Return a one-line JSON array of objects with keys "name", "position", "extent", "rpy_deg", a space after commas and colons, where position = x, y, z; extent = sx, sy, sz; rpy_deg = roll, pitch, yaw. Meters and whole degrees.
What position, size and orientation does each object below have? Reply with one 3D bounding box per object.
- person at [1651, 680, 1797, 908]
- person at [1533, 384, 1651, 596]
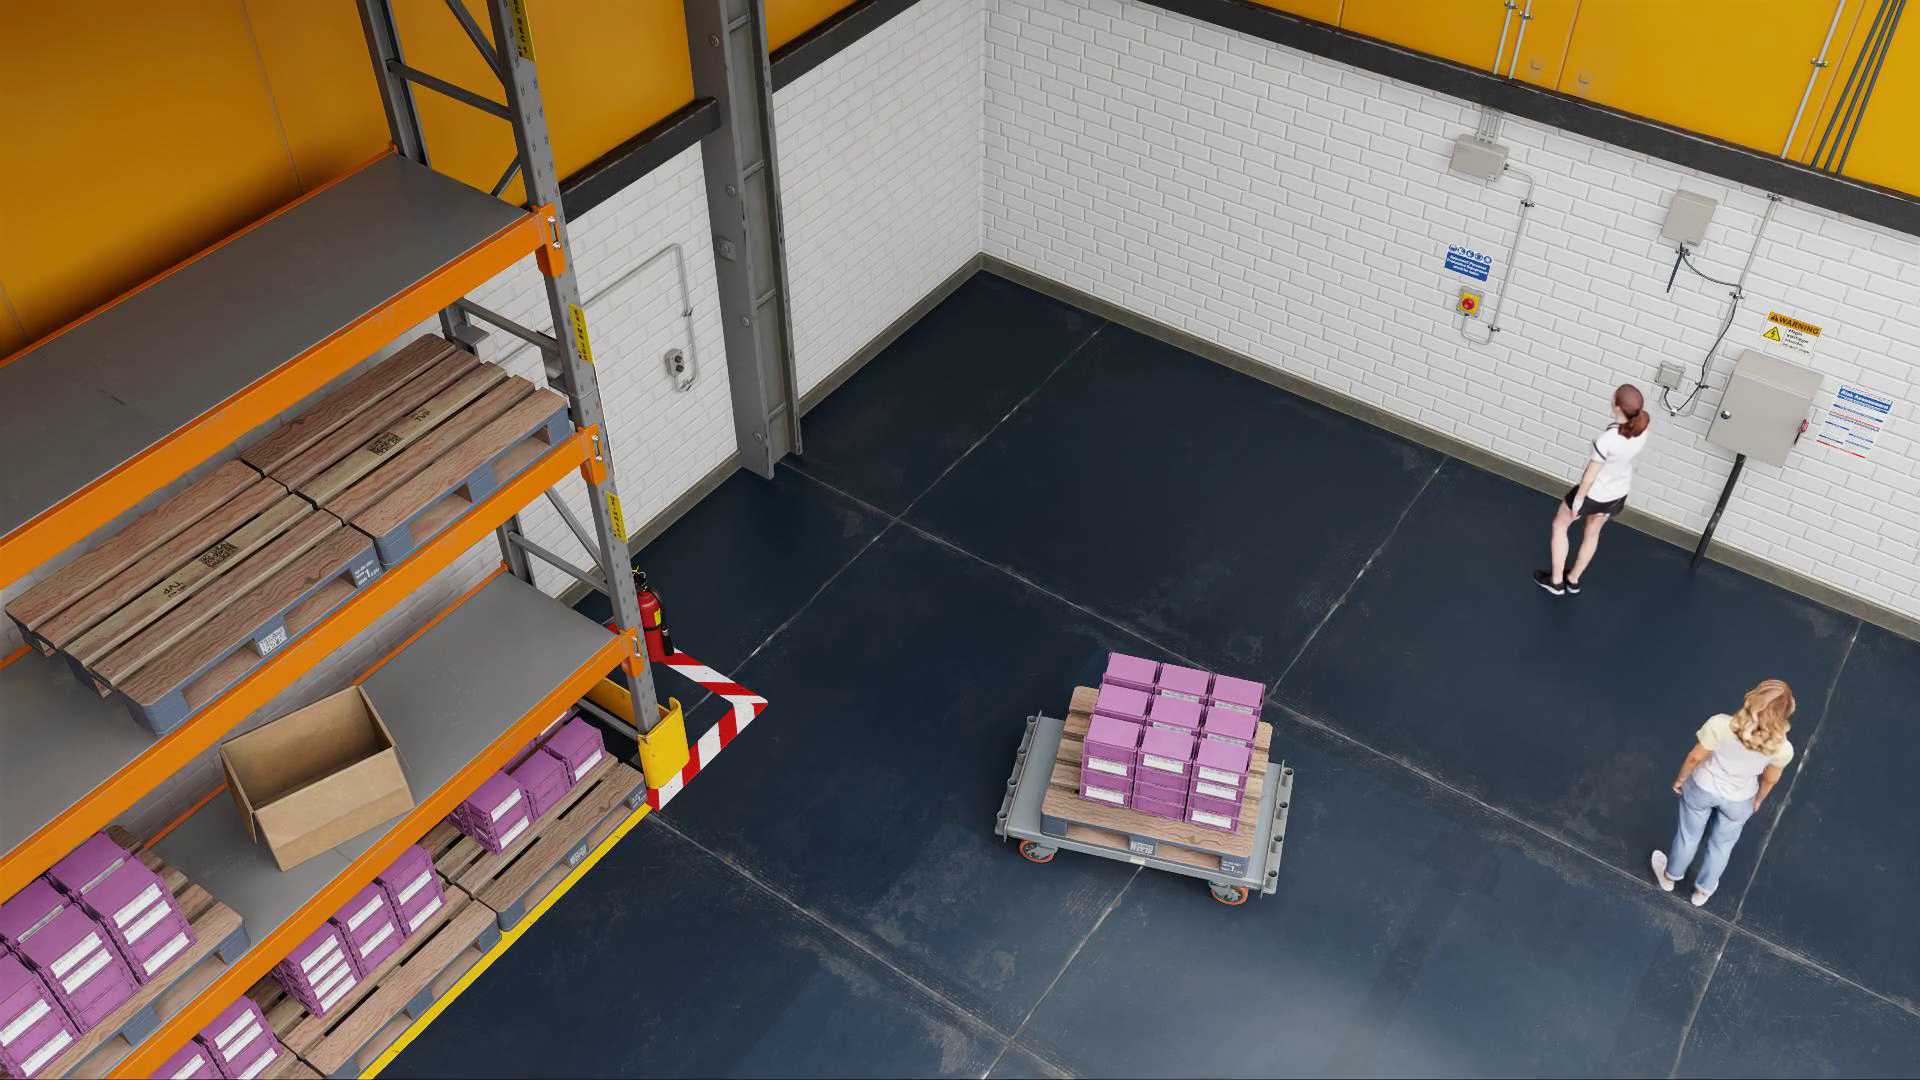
[{"name": "person", "position": [4.204, 1.390, 9.208], "extent": [0.681, 1.720, 0.636], "rpy_deg": [9, 44, 9]}, {"name": "person", "position": [4.241, -0.264, 10.927], "extent": [0.715, 1.744, 0.783], "rpy_deg": [-13, 45, -14]}]
